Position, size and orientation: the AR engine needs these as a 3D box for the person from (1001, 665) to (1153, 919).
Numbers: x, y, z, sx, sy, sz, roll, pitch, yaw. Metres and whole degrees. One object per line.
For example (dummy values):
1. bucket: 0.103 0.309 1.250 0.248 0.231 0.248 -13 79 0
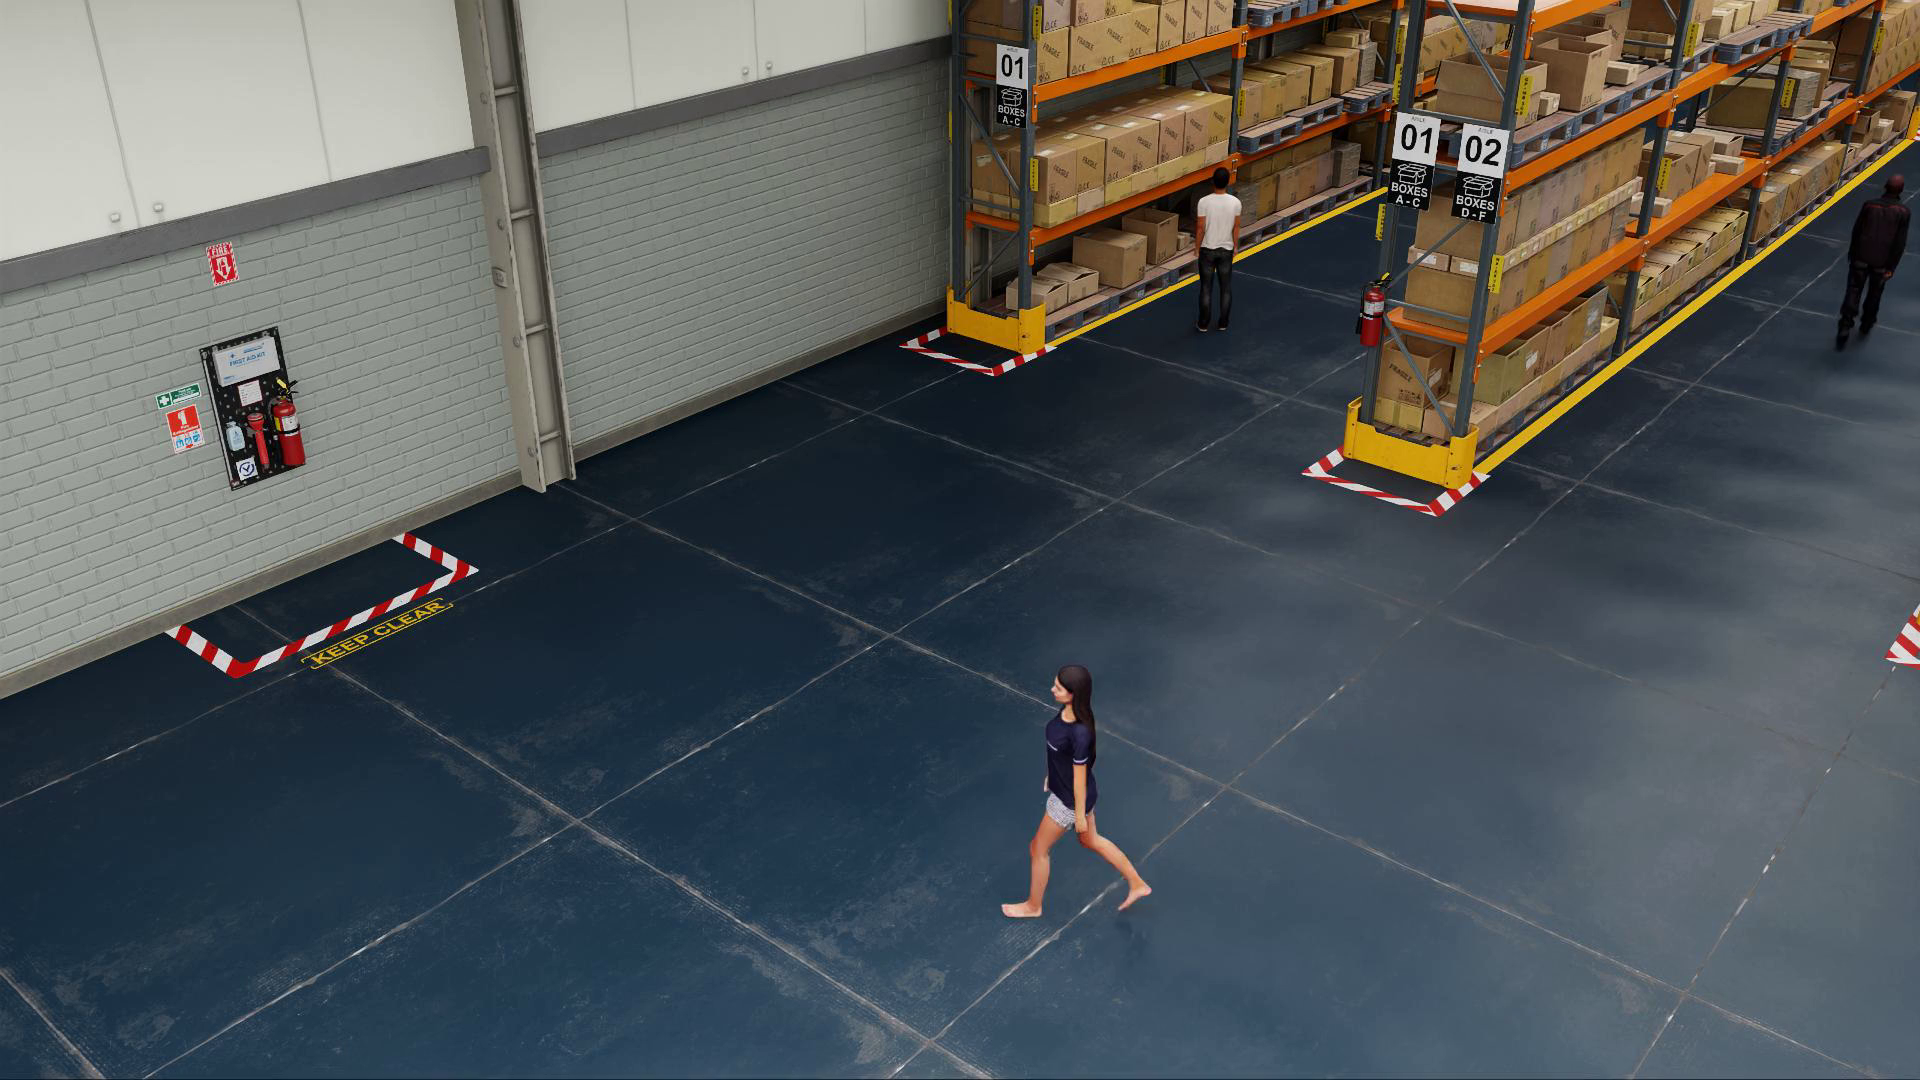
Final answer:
1. person: 0.732 1.467 9.479 1.037 1.728 1.100 3 28 5

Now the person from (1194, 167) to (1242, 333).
1. person: 2.789 -3.161 18.088 0.708 1.804 0.758 -1 28 -2

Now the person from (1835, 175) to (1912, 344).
1. person: 9.710 -2.982 17.739 0.788 1.817 1.226 17 32 29
